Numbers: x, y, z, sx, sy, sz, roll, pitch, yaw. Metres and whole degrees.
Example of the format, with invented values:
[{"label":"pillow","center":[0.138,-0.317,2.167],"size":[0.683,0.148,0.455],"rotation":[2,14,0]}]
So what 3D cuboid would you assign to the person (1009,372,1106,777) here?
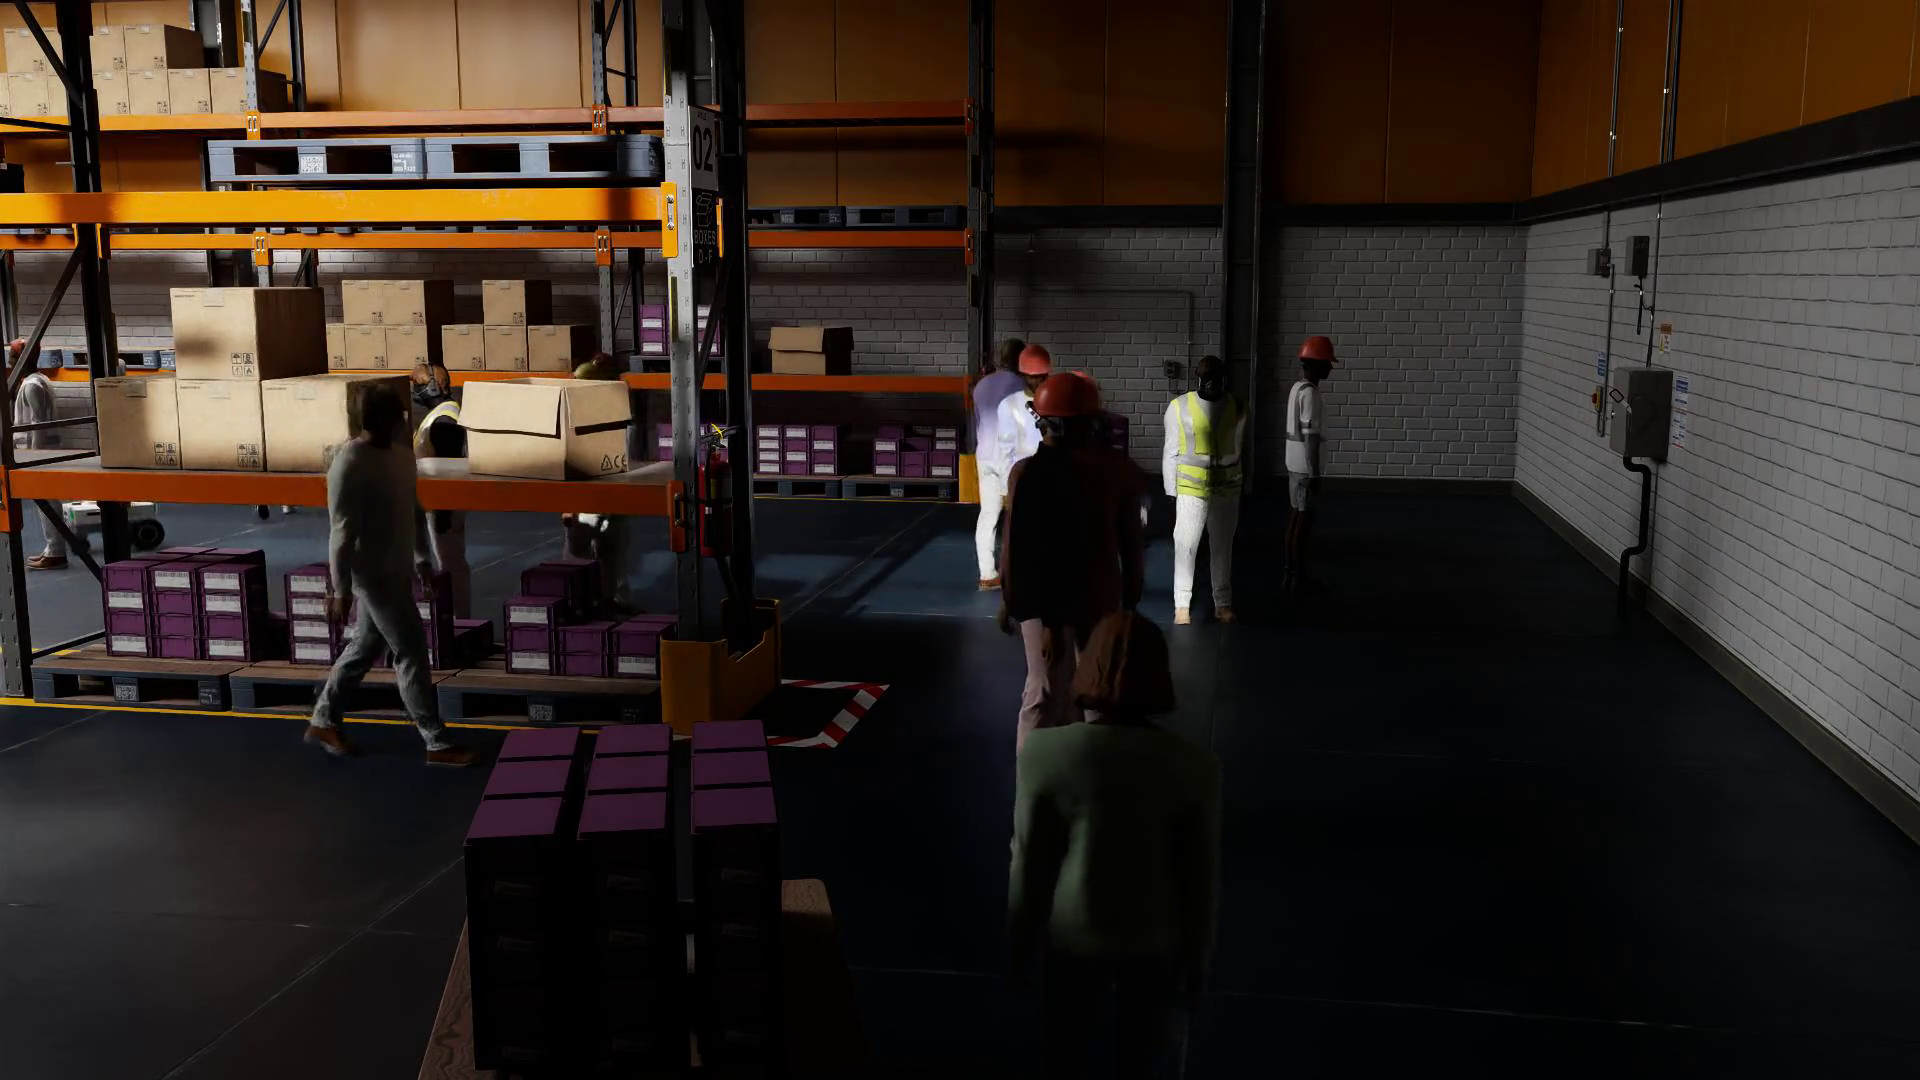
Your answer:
[{"label":"person","center":[0.405,0.293,7.007],"size":[0.396,1.993,0.618],"rotation":[1,9,4]}]

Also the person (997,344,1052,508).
[{"label":"person","center":[0.527,-0.400,11.573],"size":[0.564,1.908,0.460],"rotation":[-4,10,-23]}]

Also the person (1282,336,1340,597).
[{"label":"person","center":[2.622,-0.552,12.432],"size":[0.364,1.933,0.552],"rotation":[0,9,1]}]

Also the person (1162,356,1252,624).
[{"label":"person","center":[1.699,-0.338,11.395],"size":[0.633,1.843,0.429],"rotation":[-1,9,-6]}]

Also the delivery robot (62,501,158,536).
[{"label":"delivery robot","center":[-7.368,-0.231,14.423],"size":[0.707,0.478,0.477],"rotation":[-7,12,-37]}]

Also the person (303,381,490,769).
[{"label":"person","center":[-2.837,0.170,8.107],"size":[1.005,1.896,0.645],"rotation":[1,9,8]}]

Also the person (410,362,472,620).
[{"label":"person","center":[-3.347,-0.224,10.721],"size":[0.429,1.837,0.626],"rotation":[-4,10,-22]}]

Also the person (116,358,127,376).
[{"label":"person","center":[-8.415,-1.167,16.477],"size":[0.329,1.865,0.508],"rotation":[-1,9,-6]}]

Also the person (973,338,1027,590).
[{"label":"person","center":[0.337,-0.563,12.590],"size":[0.637,1.913,0.504],"rotation":[7,12,38]}]

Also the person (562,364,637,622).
[{"label":"person","center":[-2.414,-0.267,11.100],"size":[0.507,1.799,0.624],"rotation":[7,12,37]}]

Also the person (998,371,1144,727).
[{"label":"person","center":[0.482,0.249,7.358],"size":[0.620,1.976,0.498],"rotation":[-2,9,-13]}]

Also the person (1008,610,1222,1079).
[{"label":"person","center":[0.373,0.976,3.946],"size":[0.506,1.612,0.594],"rotation":[-1,9,-4]}]

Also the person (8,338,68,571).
[{"label":"person","center":[-7.463,-0.694,13.472],"size":[0.337,1.882,0.584],"rotation":[-4,10,-24]}]

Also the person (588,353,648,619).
[{"label":"person","center":[-2.514,-0.365,11.516],"size":[0.645,1.869,0.600],"rotation":[5,10,27]}]

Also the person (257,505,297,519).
[{"label":"person","center":[-6.708,-1.152,16.271],"size":[0.587,1.898,0.810],"rotation":[-2,9,-13]}]
